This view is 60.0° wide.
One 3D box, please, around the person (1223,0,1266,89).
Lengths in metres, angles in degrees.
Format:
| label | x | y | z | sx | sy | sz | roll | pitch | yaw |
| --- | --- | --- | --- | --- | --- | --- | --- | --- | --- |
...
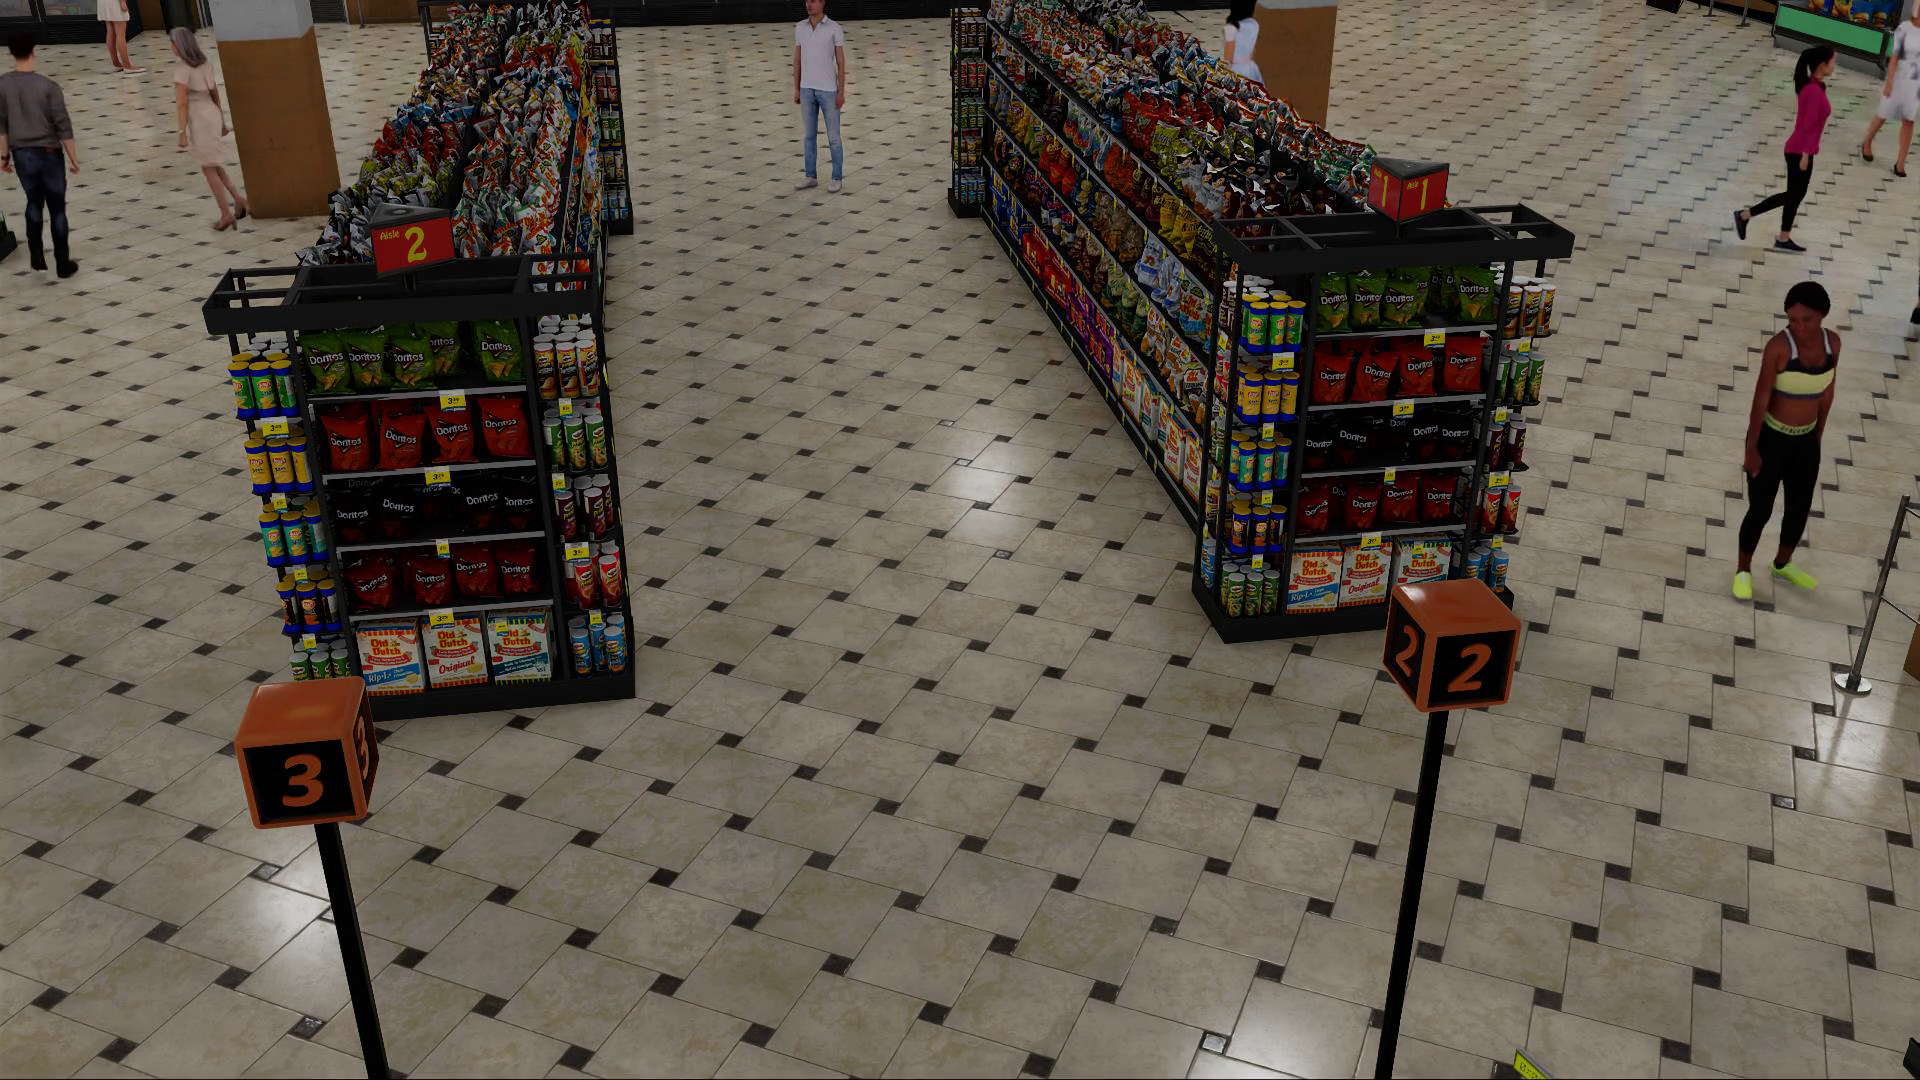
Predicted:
| label | x | y | z | sx | sy | sz | roll | pitch | yaw |
| --- | --- | --- | --- | --- | --- | --- | --- | --- | --- |
| person | 2.655 | -4.144 | 15.492 | 0.929 | 1.739 | 1.297 | -16 | 31 | -28 |

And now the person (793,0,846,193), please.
| label | x | y | z | sx | sy | sz | roll | pitch | yaw |
| --- | --- | --- | --- | --- | --- | --- | --- | --- | --- |
| person | -1.299 | -4.182 | 15.445 | 0.737 | 1.851 | 0.730 | 10 | 28 | 19 |

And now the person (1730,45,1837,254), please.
| label | x | y | z | sx | sy | sz | roll | pitch | yaw |
| --- | --- | --- | --- | --- | --- | --- | --- | --- | --- |
| person | 6.806 | -3.188 | 13.669 | 0.915 | 1.684 | 0.916 | 12 | 29 | 22 |

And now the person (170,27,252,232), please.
| label | x | y | z | sx | sy | sz | roll | pitch | yaw |
| --- | --- | --- | --- | --- | --- | --- | --- | --- | --- |
| person | -6.353 | -3.478 | 14.199 | 0.778 | 1.722 | 0.694 | 3 | 27 | 6 |

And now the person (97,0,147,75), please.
| label | x | y | z | sx | sy | sz | roll | pitch | yaw |
| --- | --- | --- | --- | --- | --- | --- | --- | --- | --- |
| person | -10.415 | -6.619 | 20.393 | 0.714 | 1.721 | 0.768 | 17 | 31 | 29 |

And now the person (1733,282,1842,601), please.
| label | x | y | z | sx | sy | sz | roll | pitch | yaw |
| --- | --- | --- | --- | --- | --- | --- | --- | --- | --- |
| person | 4.103 | -0.483 | 8.298 | 0.758 | 1.717 | 0.605 | -9 | 28 | -17 |

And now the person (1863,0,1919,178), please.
| label | x | y | z | sx | sy | sz | roll | pitch | yaw |
| --- | --- | --- | --- | --- | --- | --- | --- | --- | --- |
| person | 9.080 | -4.427 | 16.084 | 0.758 | 1.710 | 1.131 | 2 | 27 | 3 |

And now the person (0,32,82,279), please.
| label | x | y | z | sx | sy | sz | roll | pitch | yaw |
| --- | --- | --- | --- | --- | --- | --- | --- | --- | --- |
| person | -7.231 | -2.965 | 13.004 | 0.729 | 1.887 | 0.687 | -7 | 28 | -13 |
